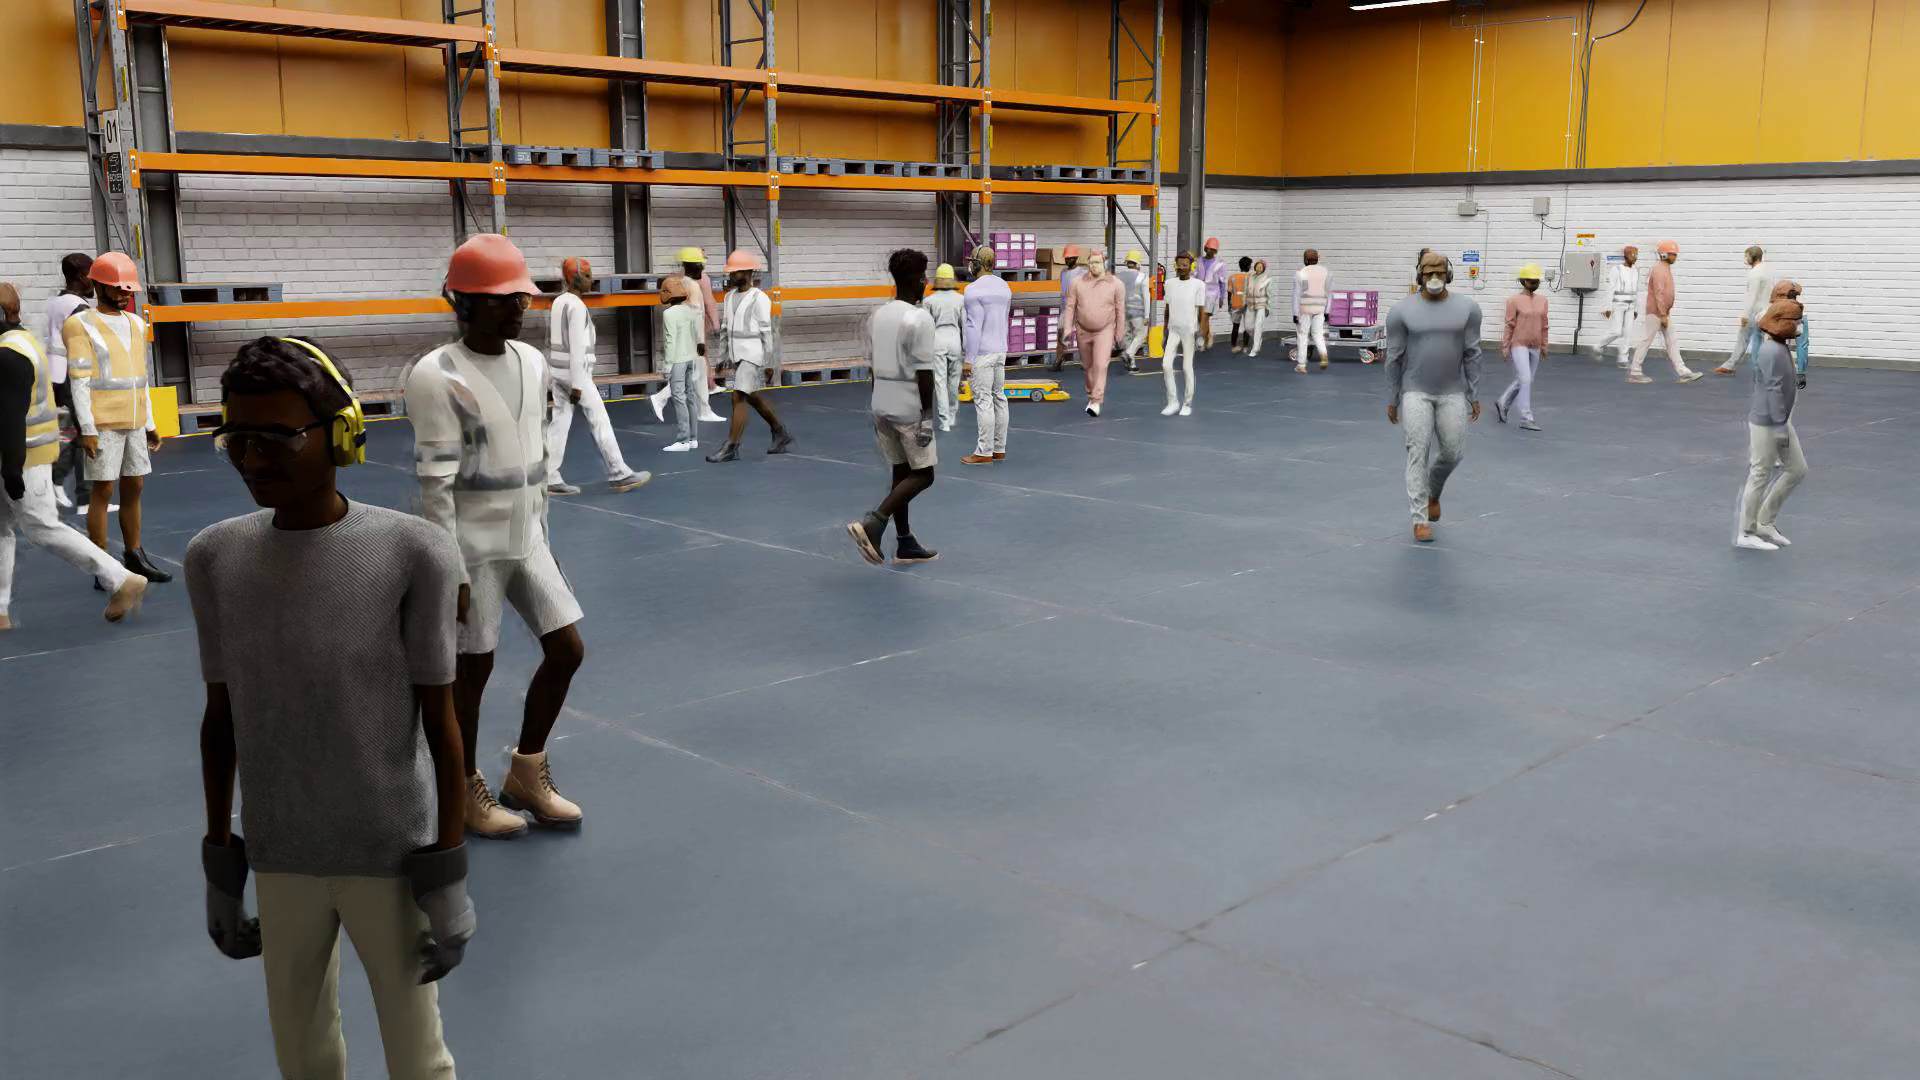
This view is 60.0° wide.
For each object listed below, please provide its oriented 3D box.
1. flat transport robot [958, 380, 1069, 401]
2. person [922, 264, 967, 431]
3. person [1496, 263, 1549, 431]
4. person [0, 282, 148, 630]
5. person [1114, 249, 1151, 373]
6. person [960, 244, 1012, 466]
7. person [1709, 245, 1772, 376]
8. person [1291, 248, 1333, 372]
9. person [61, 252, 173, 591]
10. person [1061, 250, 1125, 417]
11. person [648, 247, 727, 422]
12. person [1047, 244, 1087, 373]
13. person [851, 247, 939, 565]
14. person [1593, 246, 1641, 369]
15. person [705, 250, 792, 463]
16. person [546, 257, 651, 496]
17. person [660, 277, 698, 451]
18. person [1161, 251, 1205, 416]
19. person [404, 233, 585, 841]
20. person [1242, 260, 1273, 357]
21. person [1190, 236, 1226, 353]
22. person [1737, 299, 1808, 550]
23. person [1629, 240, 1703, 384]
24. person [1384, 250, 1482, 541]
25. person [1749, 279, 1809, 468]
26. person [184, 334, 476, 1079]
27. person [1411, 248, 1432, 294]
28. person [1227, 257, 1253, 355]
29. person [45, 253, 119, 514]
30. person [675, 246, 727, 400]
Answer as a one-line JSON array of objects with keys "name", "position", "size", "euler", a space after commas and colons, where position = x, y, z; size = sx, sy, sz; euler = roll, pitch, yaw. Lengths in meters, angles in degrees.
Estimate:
[{"name": "flat transport robot", "position": [0.590, -1.847, 20.445], "size": [1.431, 0.197, 0.652], "euler": [-1, 10, -5]}, {"name": "person", "position": [-0.174, -2.029, 17.476], "size": [0.508, 1.709, 0.798], "euler": [-2, 11, -9]}, {"name": "person", "position": [5.927, -2.049, 17.546], "size": [0.527, 1.742, 0.779], "euler": [-4, 11, -21]}, {"name": "person", "position": [-4.719, -0.419, 8.497], "size": [0.894, 1.811, 0.636], "euler": [-5, 12, -27]}, {"name": "person", "position": [2.494, -3.323, 24.273], "size": [0.605, 1.814, 0.582], "euler": [7, 13, 34]}, {"name": "person", "position": [0.217, -1.615, 14.627], "size": [0.375, 1.940, 0.627], "euler": [7, 12, 32]}, {"name": "person", "position": [11.297, -3.219, 23.560], "size": [1.047, 1.884, 0.651], "euler": [7, 12, 33]}, {"name": "person", "position": [5.170, -3.365, 24.468], "size": [0.641, 1.830, 0.605], "euler": [-2, 11, -13]}, {"name": "person", "position": [-4.803, -0.672, 9.518], "size": [0.381, 1.928, 0.542], "euler": [3, 11, 18]}, {"name": "person", "position": [1.507, -2.324, 18.743], "size": [0.657, 1.853, 1.021], "euler": [3, 11, 18]}, {"name": "person", "position": [-2.953, -2.199, 17.915], "size": [0.791, 1.907, 0.595], "euler": [-4, 11, -19]}, {"name": "person", "position": [1.708, -3.448, 24.773], "size": [0.563, 1.892, 0.999], "euler": [10, 14, 43]}, {"name": "person", "position": [-0.398, -0.784, 10.063], "size": [0.635, 1.953, 0.609], "euler": [-8, 13, -37]}, {"name": "person", "position": [10.082, -3.559, 25.439], "size": [0.599, 1.867, 0.650], "euler": [-5, 11, -24]}, {"name": "person", "position": [-1.907, -1.673, 15.092], "size": [0.996, 1.899, 0.556], "euler": [-10, 14, -43]}, {"name": "person", "position": [-2.889, -1.270, 13.008], "size": [0.917, 1.848, 0.580], "euler": [-7, 12, -33]}, {"name": "person", "position": [-2.660, -1.650, 15.656], "size": [0.284, 1.631, 0.502], "euler": [3, 11, 15]}, {"name": "person", "position": [2.466, -2.292, 18.584], "size": [0.547, 1.847, 0.603], "euler": [6, 12, 29]}, {"name": "person", "position": [-1.509, 0.020, 5.481], "size": [0.601, 2.019, 0.633], "euler": [5, 12, 26]}, {"name": "person", "position": [4.989, -3.875, 27.808], "size": [0.540, 1.616, 0.484], "euler": [8, 13, 37]}, {"name": "person", "position": [4.333, -4.281, 28.989], "size": [0.630, 2.008, 0.909], "euler": [6, 12, 28]}, {"name": "person", "position": [5.242, -0.725, 10.649], "size": [0.420, 1.621, 0.506], "euler": [9, 13, 39]}, {"name": "person", "position": [9.635, -3.085, 22.606], "size": [1.005, 1.942, 0.640], "euler": [8, 13, 37]}, {"name": "person", "position": [3.154, -0.975, 11.169], "size": [0.642, 1.925, 0.669], "euler": [1, 10, 5]}, {"name": "person", "position": [7.149, -1.447, 14.532], "size": [0.310, 1.639, 0.514], "euler": [-6, 12, -30]}, {"name": "person", "position": [-1.091, 0.574, 2.916], "size": [0.512, 1.864, 0.310], "euler": [1, 10, 5]}, {"name": "person", "position": [7.553, -3.873, 27.257], "size": [0.535, 1.824, 0.583], "euler": [-7, 12, -33]}, {"name": "person", "position": [4.834, -3.978, 28.294], "size": [0.556, 1.660, 0.618], "euler": [5, 12, 27]}, {"name": "person", "position": [-6.420, -1.126, 12.074], "size": [0.465, 1.899, 0.618], "euler": [-8, 13, -37]}, {"name": "person", "position": [-3.156, -2.678, 20.581], "size": [0.892, 1.869, 0.682], "euler": [-9, 13, -39]}]
